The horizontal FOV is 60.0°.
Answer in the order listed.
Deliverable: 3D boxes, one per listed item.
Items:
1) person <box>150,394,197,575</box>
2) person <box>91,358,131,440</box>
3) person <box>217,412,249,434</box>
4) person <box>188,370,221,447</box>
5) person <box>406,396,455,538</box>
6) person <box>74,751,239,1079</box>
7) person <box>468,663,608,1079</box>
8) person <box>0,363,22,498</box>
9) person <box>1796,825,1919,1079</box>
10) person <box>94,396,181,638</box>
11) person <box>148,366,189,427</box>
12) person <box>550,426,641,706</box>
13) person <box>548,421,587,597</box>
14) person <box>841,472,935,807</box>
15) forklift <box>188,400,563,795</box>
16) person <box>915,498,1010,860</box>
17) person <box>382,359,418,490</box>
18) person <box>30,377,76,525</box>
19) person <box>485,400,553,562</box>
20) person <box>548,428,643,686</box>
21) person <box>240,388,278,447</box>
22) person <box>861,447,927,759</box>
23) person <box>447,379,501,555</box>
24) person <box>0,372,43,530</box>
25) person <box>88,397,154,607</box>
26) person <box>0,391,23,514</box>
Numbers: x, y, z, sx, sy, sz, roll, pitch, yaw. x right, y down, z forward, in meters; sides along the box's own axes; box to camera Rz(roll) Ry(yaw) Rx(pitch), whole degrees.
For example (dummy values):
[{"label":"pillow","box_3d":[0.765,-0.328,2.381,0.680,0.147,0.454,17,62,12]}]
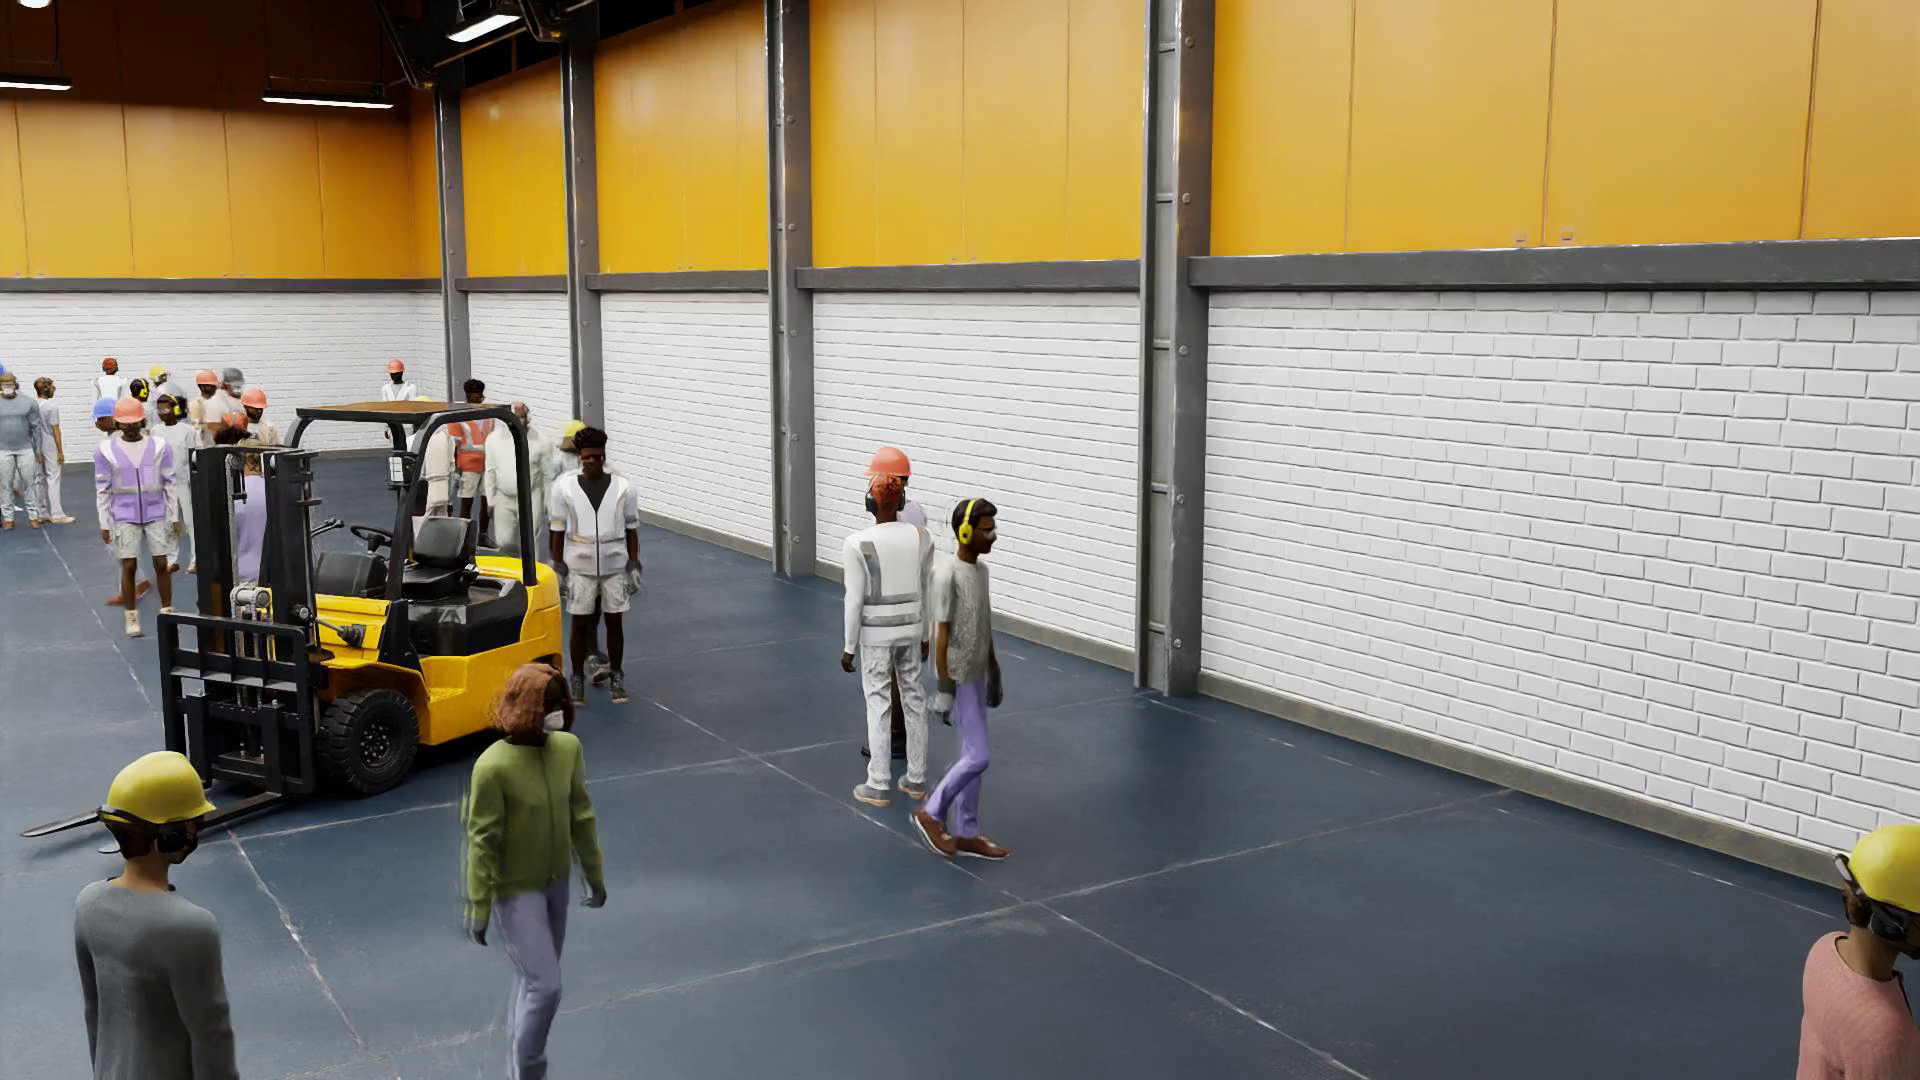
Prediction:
[{"label":"person","box_3d":[-8.032,-0.566,17.036,0.511,1.862,0.325,1,8,6]},{"label":"person","box_3d":[-13.199,-1.902,25.950,0.583,1.882,0.350,-2,9,-12]},{"label":"person","box_3d":[-6.097,-0.143,14.109,0.355,1.880,0.573,-4,9,-26]},{"label":"person","box_3d":[-9.293,-1.140,20.635,0.354,1.939,0.545,1,8,4]},{"label":"person","box_3d":[-4.948,-0.369,15.463,0.364,1.930,0.588,5,10,30]},{"label":"person","box_3d":[-1.972,1.396,4.157,0.527,1.760,0.338,5,10,33]},{"label":"person","box_3d":[-1.425,1.222,5.752,0.451,1.614,0.531,4,9,27]},{"label":"person","box_3d":[-13.414,-1.529,23.296,0.430,1.933,0.618,6,10,36]},{"label":"person","box_3d":[1.988,1.469,3.674,0.338,1.756,0.532,2,9,15]},{"label":"person","box_3d":[-6.876,-0.192,13.944,0.618,2.028,0.409,-5,10,-31]},{"label":"person","box_3d":[-12.132,-1.759,25.382,0.869,1.768,0.644,2,9,10]},{"label":"person","box_3d":[-2.542,0.182,11.625,0.612,1.963,0.361,-2,9,-15]},{"label":"person","box_3d":[-3.531,-0.255,15.463,0.889,1.693,0.505,6,10,36]},{"label":"person","box_3d":[-0.402,0.558,9.376,0.573,1.883,0.359,-5,10,-30]},{"label":"forklift","box_3d":[-3.529,0.258,10.348,1.214,2.155,2.313,4,9,25]},{"label":"person","box_3d":[0.051,0.712,8.409,0.387,1.856,0.565,4,9,24]},{"label":"person","box_3d":[-8.169,-1.670,24.261,0.539,1.929,0.387,1,8,6]},{"label":"person","box_3d":[-11.377,-1.108,20.727,0.505,1.845,0.346,3,9,22]},{"label":"person","box_3d":[-4.153,-0.390,15.738,0.645,1.885,0.594,-1,8,-4]},{"label":"person","box_3d":[-2.691,0.100,12.410,0.685,1.893,1.034,-7,11,-39]},{"label":"person","box_3d":[-7.201,-0.597,17.018,0.390,1.925,0.550,8,11,42]},{"label":"person","box_3d":[-0.426,0.388,10.335,0.358,1.937,0.552,4,9,24]},{"label":"person","box_3d":[-5.343,-0.808,18.364,0.395,1.953,0.645,5,10,33]},{"label":"person","box_3d":[-11.533,-1.080,20.272,0.634,1.930,0.384,-5,10,-31]},{"label":"person","box_3d":[-7.713,-0.342,15.261,0.637,1.931,0.441,8,12,44]},{"label":"person","box_3d":[-12.523,-1.210,21.776,0.322,1.738,0.488,0,8,2]}]
